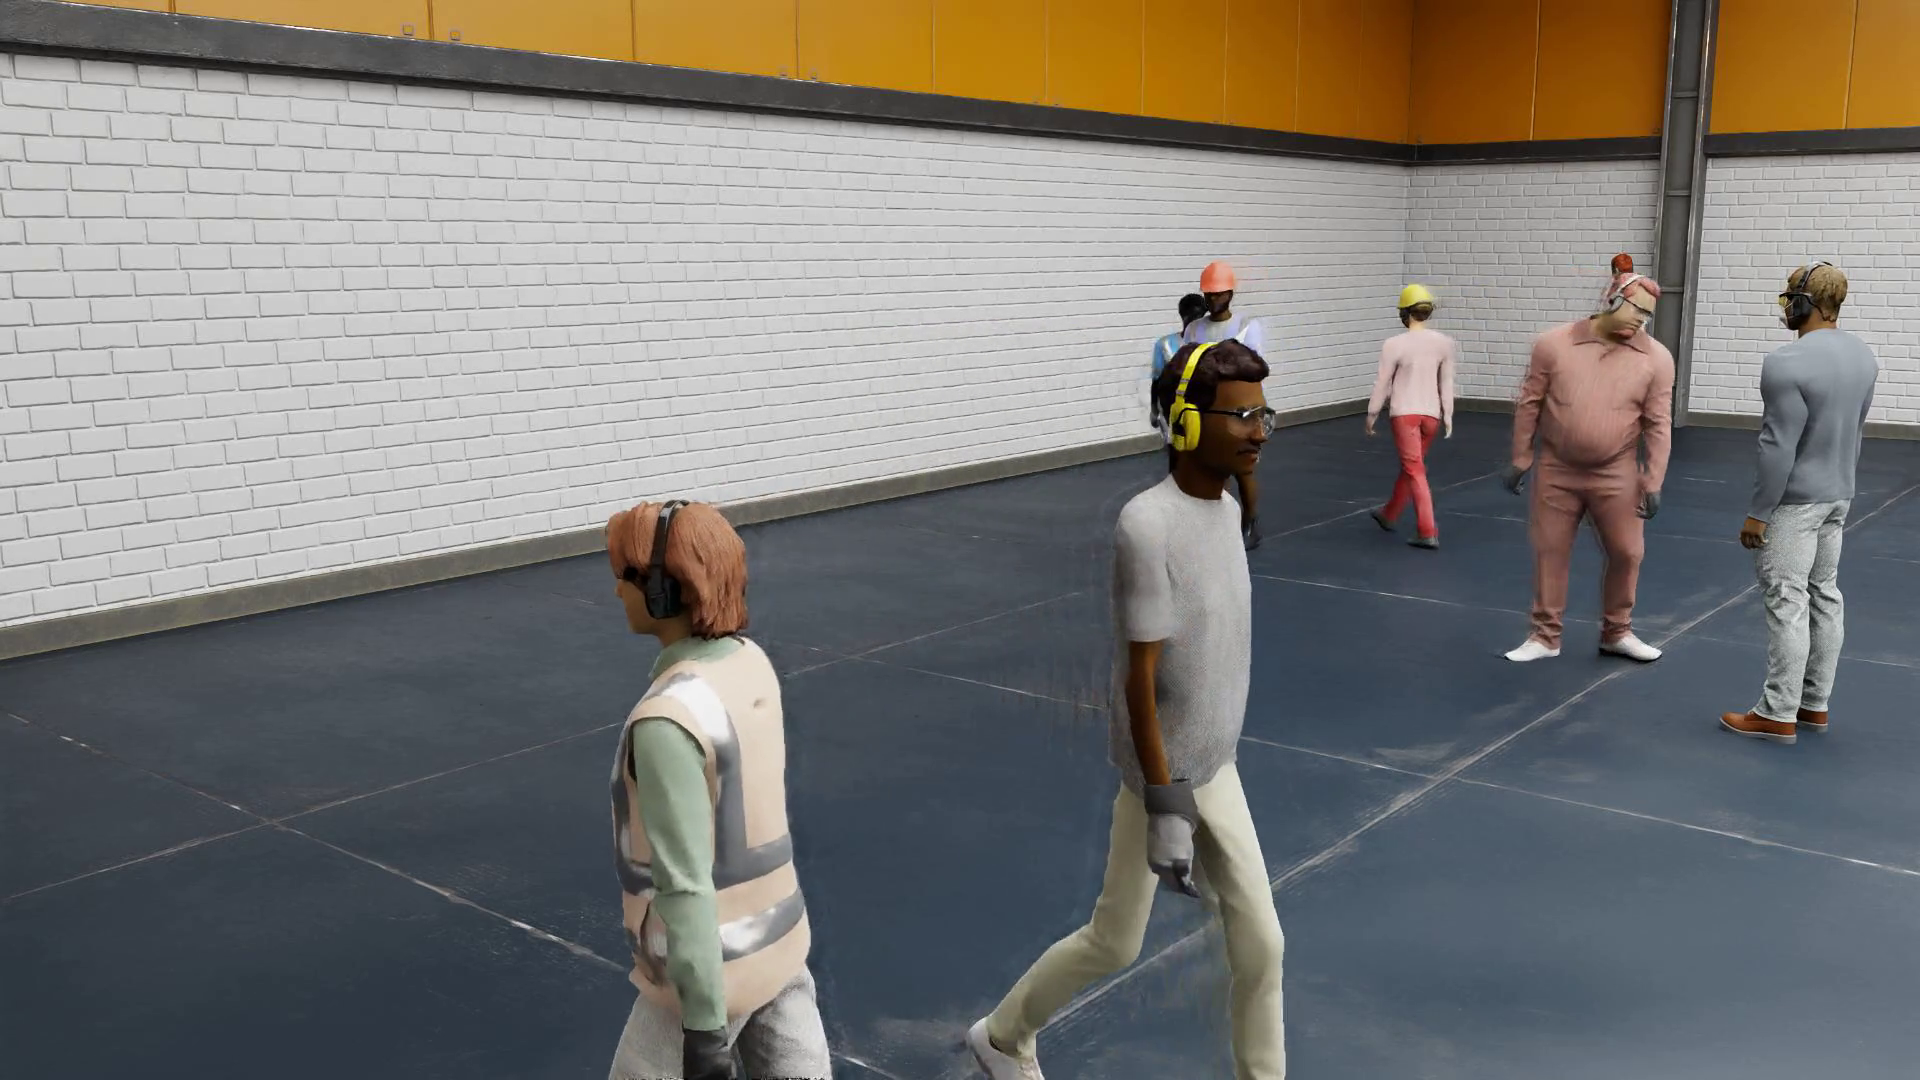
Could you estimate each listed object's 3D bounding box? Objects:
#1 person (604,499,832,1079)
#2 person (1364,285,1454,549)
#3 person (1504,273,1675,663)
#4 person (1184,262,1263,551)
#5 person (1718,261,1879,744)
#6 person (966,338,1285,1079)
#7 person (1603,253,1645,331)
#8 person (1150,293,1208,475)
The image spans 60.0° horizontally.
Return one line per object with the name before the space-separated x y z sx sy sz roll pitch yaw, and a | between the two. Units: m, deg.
person | -0.491 0.723 2.860 0.856 1.593 0.538 2 10 13
person | 2.979 -0.838 11.138 0.549 1.714 0.891 -4 11 -21
person | 2.993 -0.317 7.875 0.751 1.875 0.421 4 11 22
person | 1.673 -0.810 10.574 0.563 1.894 1.013 6 12 28
person | 3.391 -0.146 6.722 0.632 1.940 0.372 -7 12 -33
person | 0.416 0.482 3.564 0.925 1.836 0.514 8 13 38
person | 6.655 -1.935 16.779 0.573 1.886 0.354 -5 12 -27
person | 1.621 -0.941 11.910 0.535 1.657 0.810 0 10 2
